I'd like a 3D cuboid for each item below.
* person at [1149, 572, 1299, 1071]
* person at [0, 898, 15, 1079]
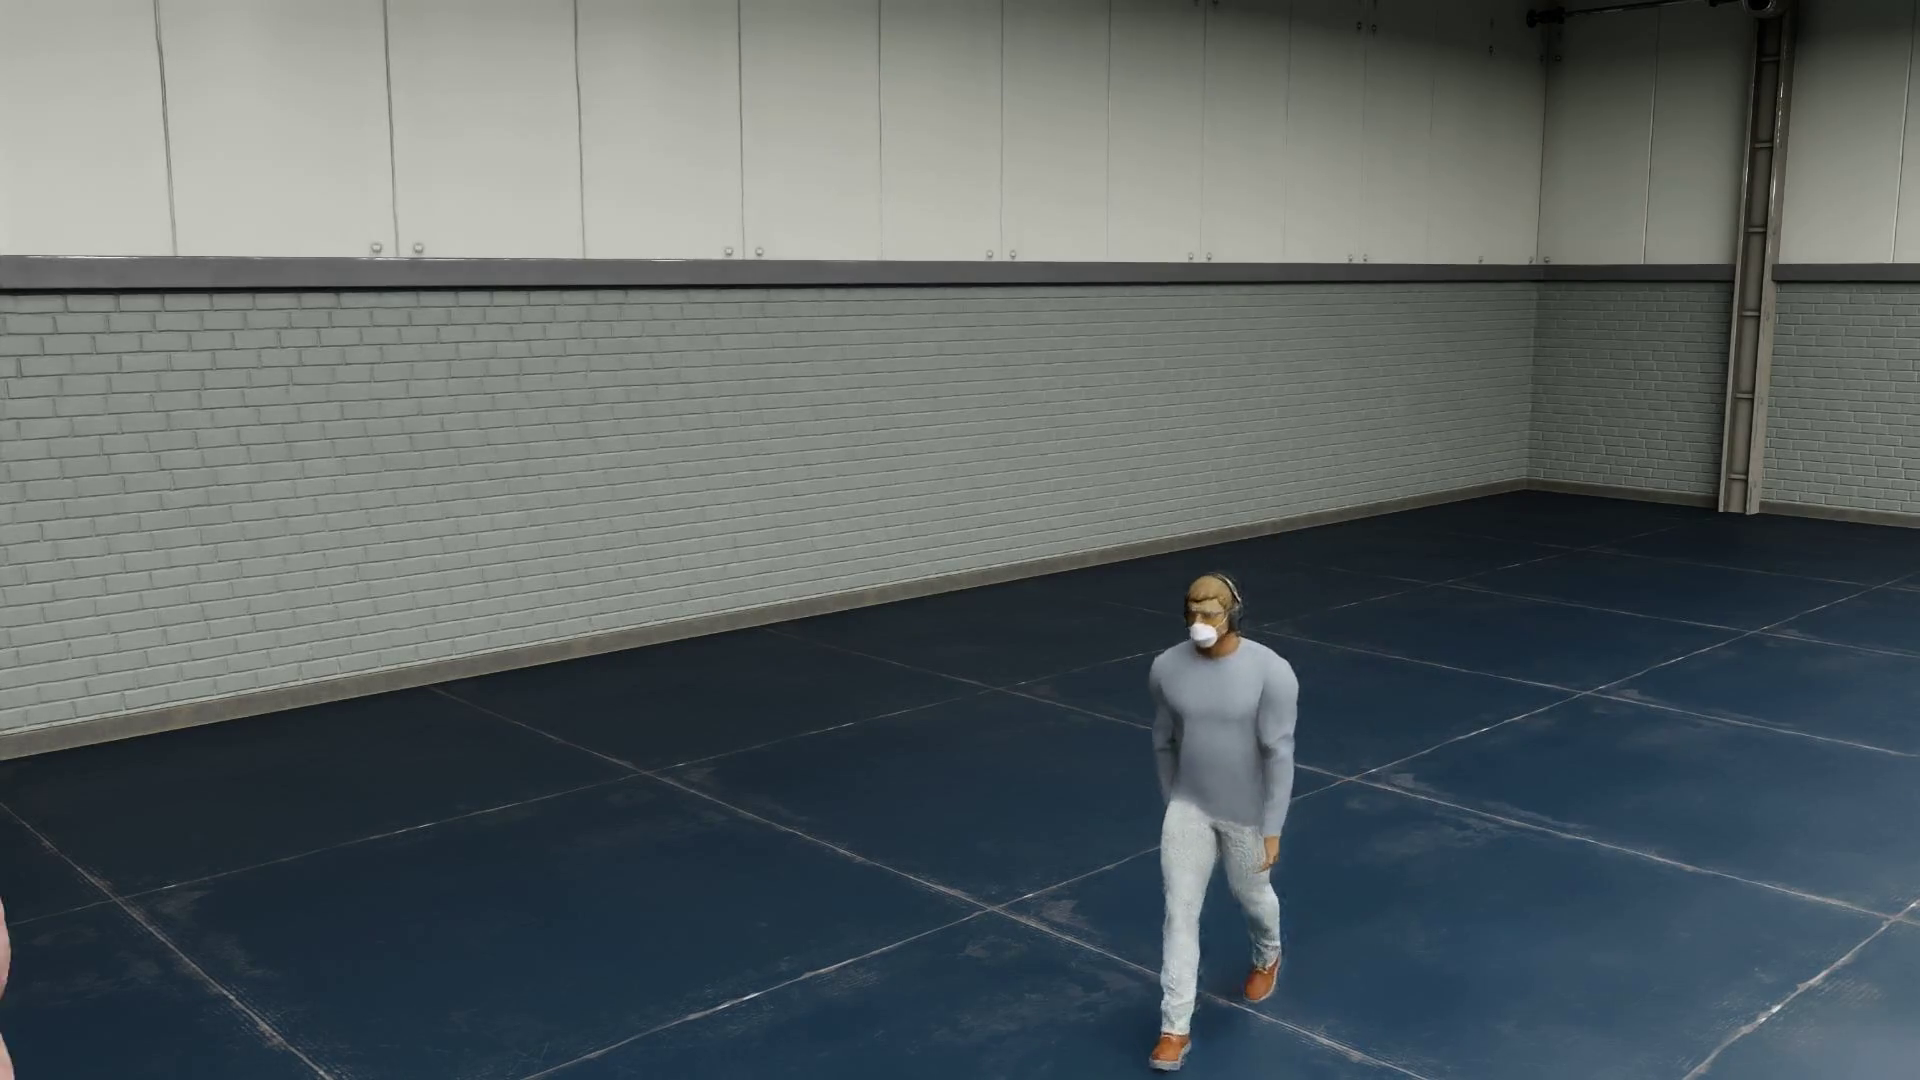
[{"bbox_3d":[1.050,1.041,6.602,0.627,1.896,1.019,5,10,27],"label":"person"},{"bbox_3d":[-2.860,1.376,4.522,0.651,1.892,0.557,5,11,29],"label":"person"}]
